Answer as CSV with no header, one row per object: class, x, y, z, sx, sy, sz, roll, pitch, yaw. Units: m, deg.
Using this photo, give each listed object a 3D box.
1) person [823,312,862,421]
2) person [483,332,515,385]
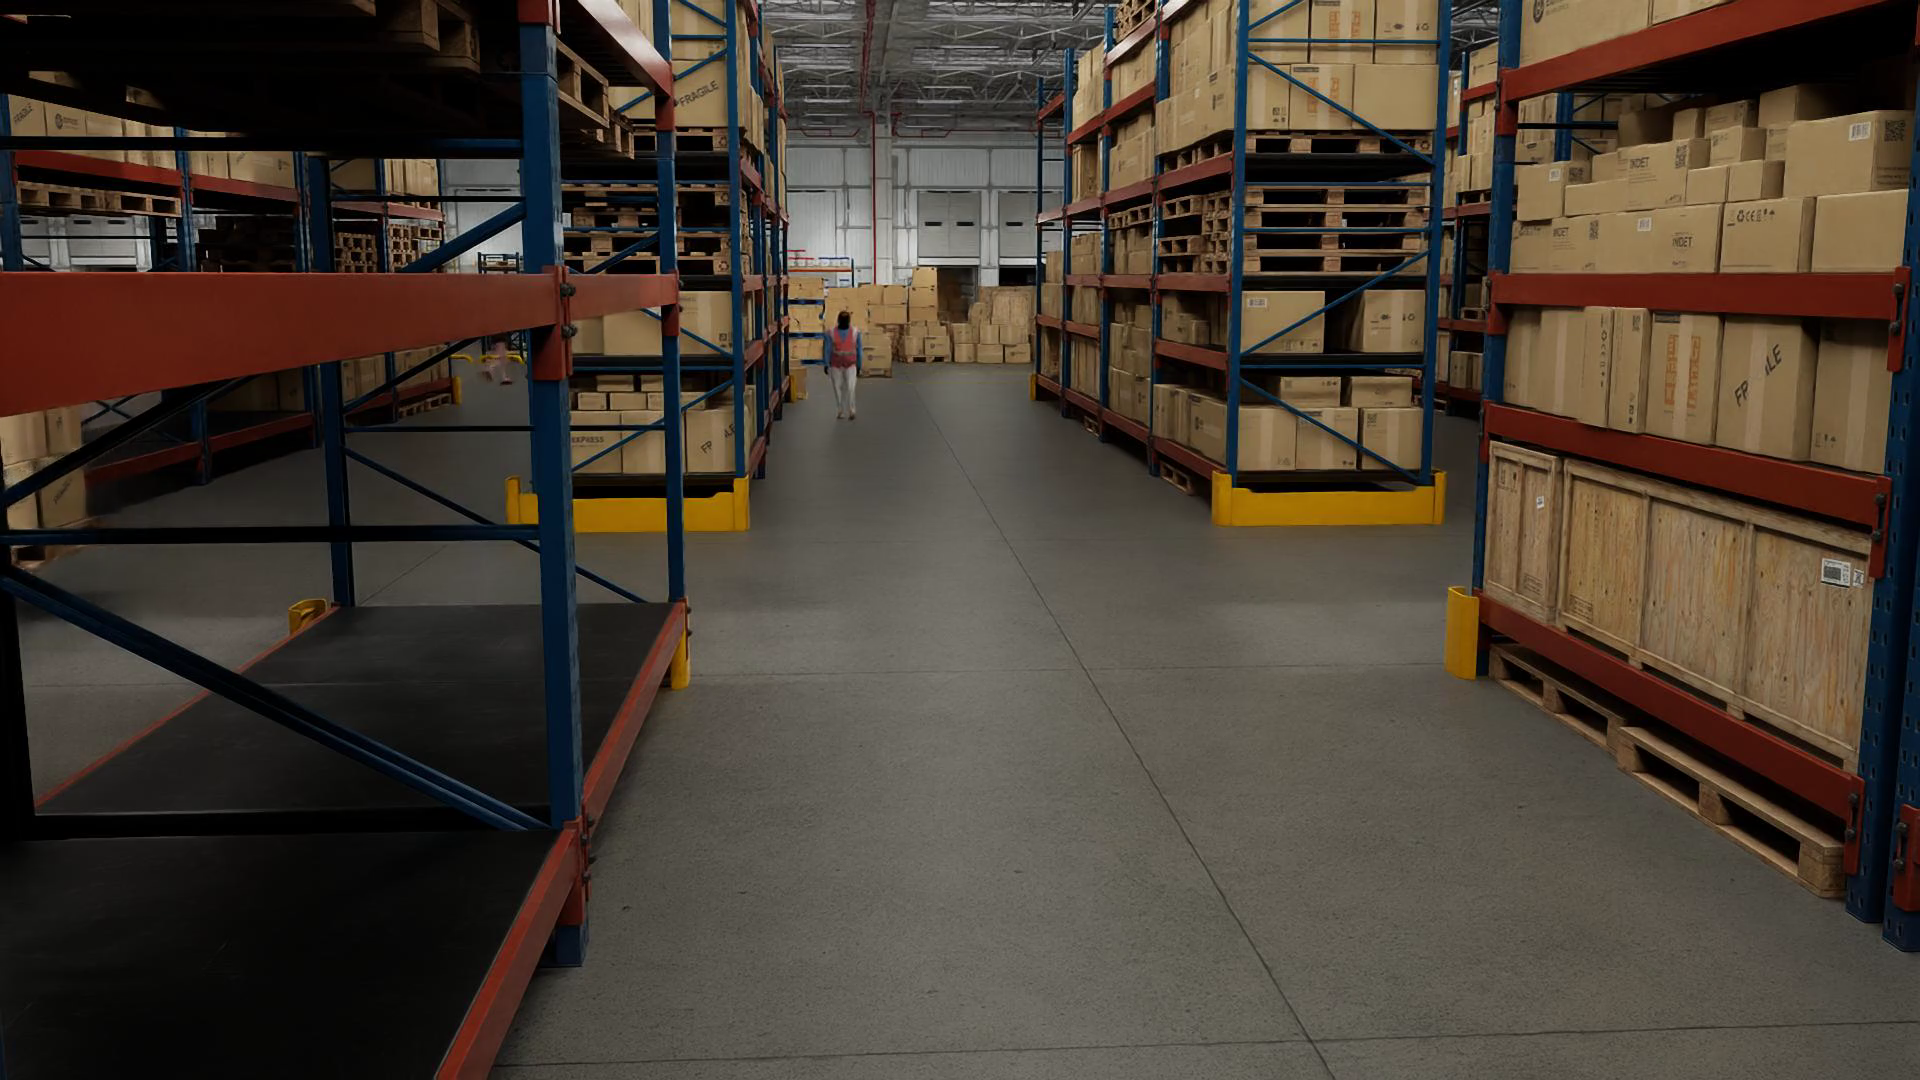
person,-1.944,-2.886,27.631,0.642,1.791,0.942,-1,9,-5
person,-10.040,-4.326,36.112,0.651,1.981,0.627,-6,11,-35
